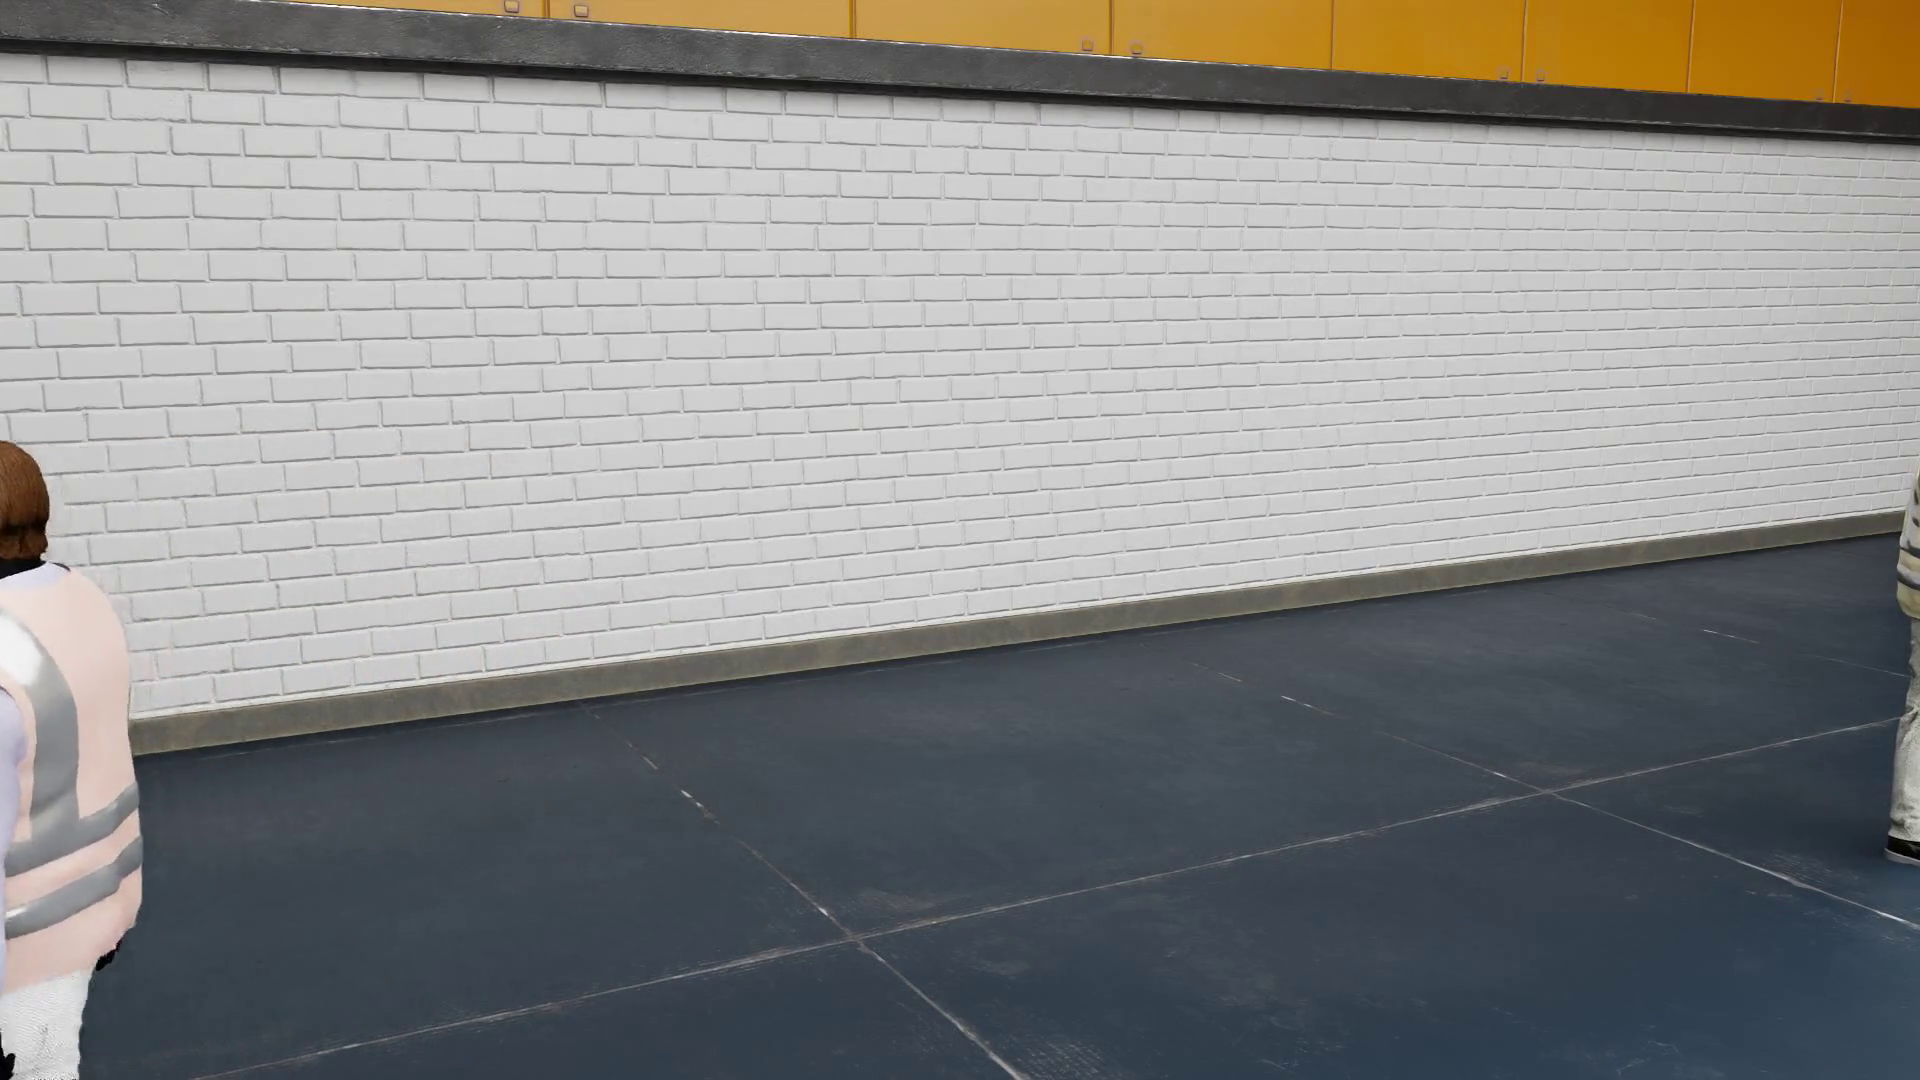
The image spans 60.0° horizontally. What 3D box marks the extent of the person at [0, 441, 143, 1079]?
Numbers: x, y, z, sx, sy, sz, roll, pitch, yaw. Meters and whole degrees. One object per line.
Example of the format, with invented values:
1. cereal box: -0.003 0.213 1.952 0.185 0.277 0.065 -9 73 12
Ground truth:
1. person: -1.626 0.710 3.003 0.770 1.821 0.631 -1 10 -8

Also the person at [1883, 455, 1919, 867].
1. person: 3.472 0.231 5.755 0.403 1.825 0.596 9 13 42
